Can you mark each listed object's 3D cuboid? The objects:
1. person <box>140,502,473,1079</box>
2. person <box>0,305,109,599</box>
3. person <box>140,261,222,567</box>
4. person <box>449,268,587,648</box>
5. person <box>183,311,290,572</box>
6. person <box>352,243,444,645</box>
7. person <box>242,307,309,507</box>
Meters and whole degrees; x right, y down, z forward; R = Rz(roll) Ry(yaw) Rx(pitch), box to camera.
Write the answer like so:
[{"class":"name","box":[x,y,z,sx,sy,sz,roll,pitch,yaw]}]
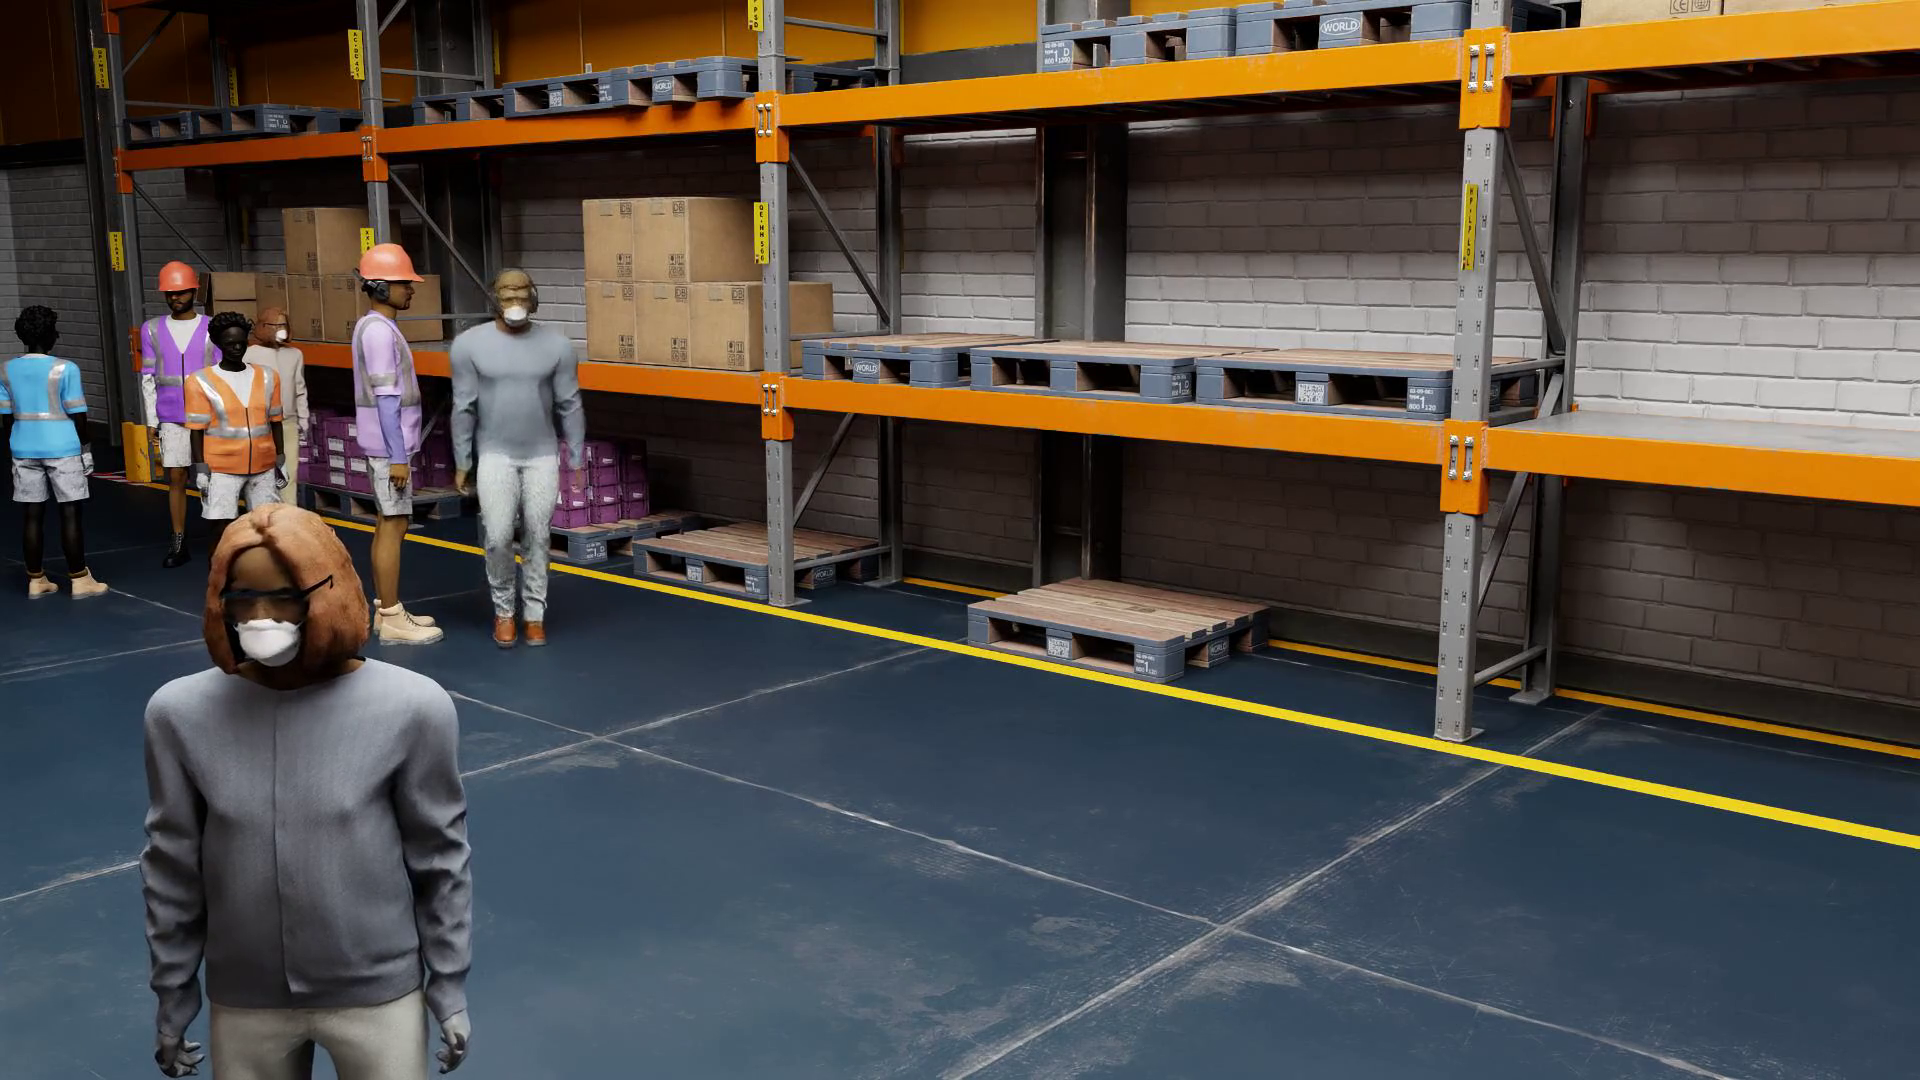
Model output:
[{"class":"person","box":[-1.045,0.746,2.692,0.508,1.631,0.271,-1,10,-5]},{"class":"person","box":[-5.242,-0.494,9.577,0.533,1.697,0.318,1,10,5]},{"class":"person","box":[-4.895,-0.790,10.573,0.550,1.937,0.357,-3,10,-15]},{"class":"person","box":[-2.205,-0.395,8.373,0.653,1.918,0.489,-4,11,-23]},{"class":"person","box":[-3.906,-0.389,9.013,0.322,1.689,0.536,9,14,42]},{"class":"person","box":[-2.894,-0.486,8.537,0.374,2.042,0.615,-4,11,-23]},{"class":"person","box":[-4.719,-0.791,11.474,0.285,1.627,0.501,6,12,32]}]
